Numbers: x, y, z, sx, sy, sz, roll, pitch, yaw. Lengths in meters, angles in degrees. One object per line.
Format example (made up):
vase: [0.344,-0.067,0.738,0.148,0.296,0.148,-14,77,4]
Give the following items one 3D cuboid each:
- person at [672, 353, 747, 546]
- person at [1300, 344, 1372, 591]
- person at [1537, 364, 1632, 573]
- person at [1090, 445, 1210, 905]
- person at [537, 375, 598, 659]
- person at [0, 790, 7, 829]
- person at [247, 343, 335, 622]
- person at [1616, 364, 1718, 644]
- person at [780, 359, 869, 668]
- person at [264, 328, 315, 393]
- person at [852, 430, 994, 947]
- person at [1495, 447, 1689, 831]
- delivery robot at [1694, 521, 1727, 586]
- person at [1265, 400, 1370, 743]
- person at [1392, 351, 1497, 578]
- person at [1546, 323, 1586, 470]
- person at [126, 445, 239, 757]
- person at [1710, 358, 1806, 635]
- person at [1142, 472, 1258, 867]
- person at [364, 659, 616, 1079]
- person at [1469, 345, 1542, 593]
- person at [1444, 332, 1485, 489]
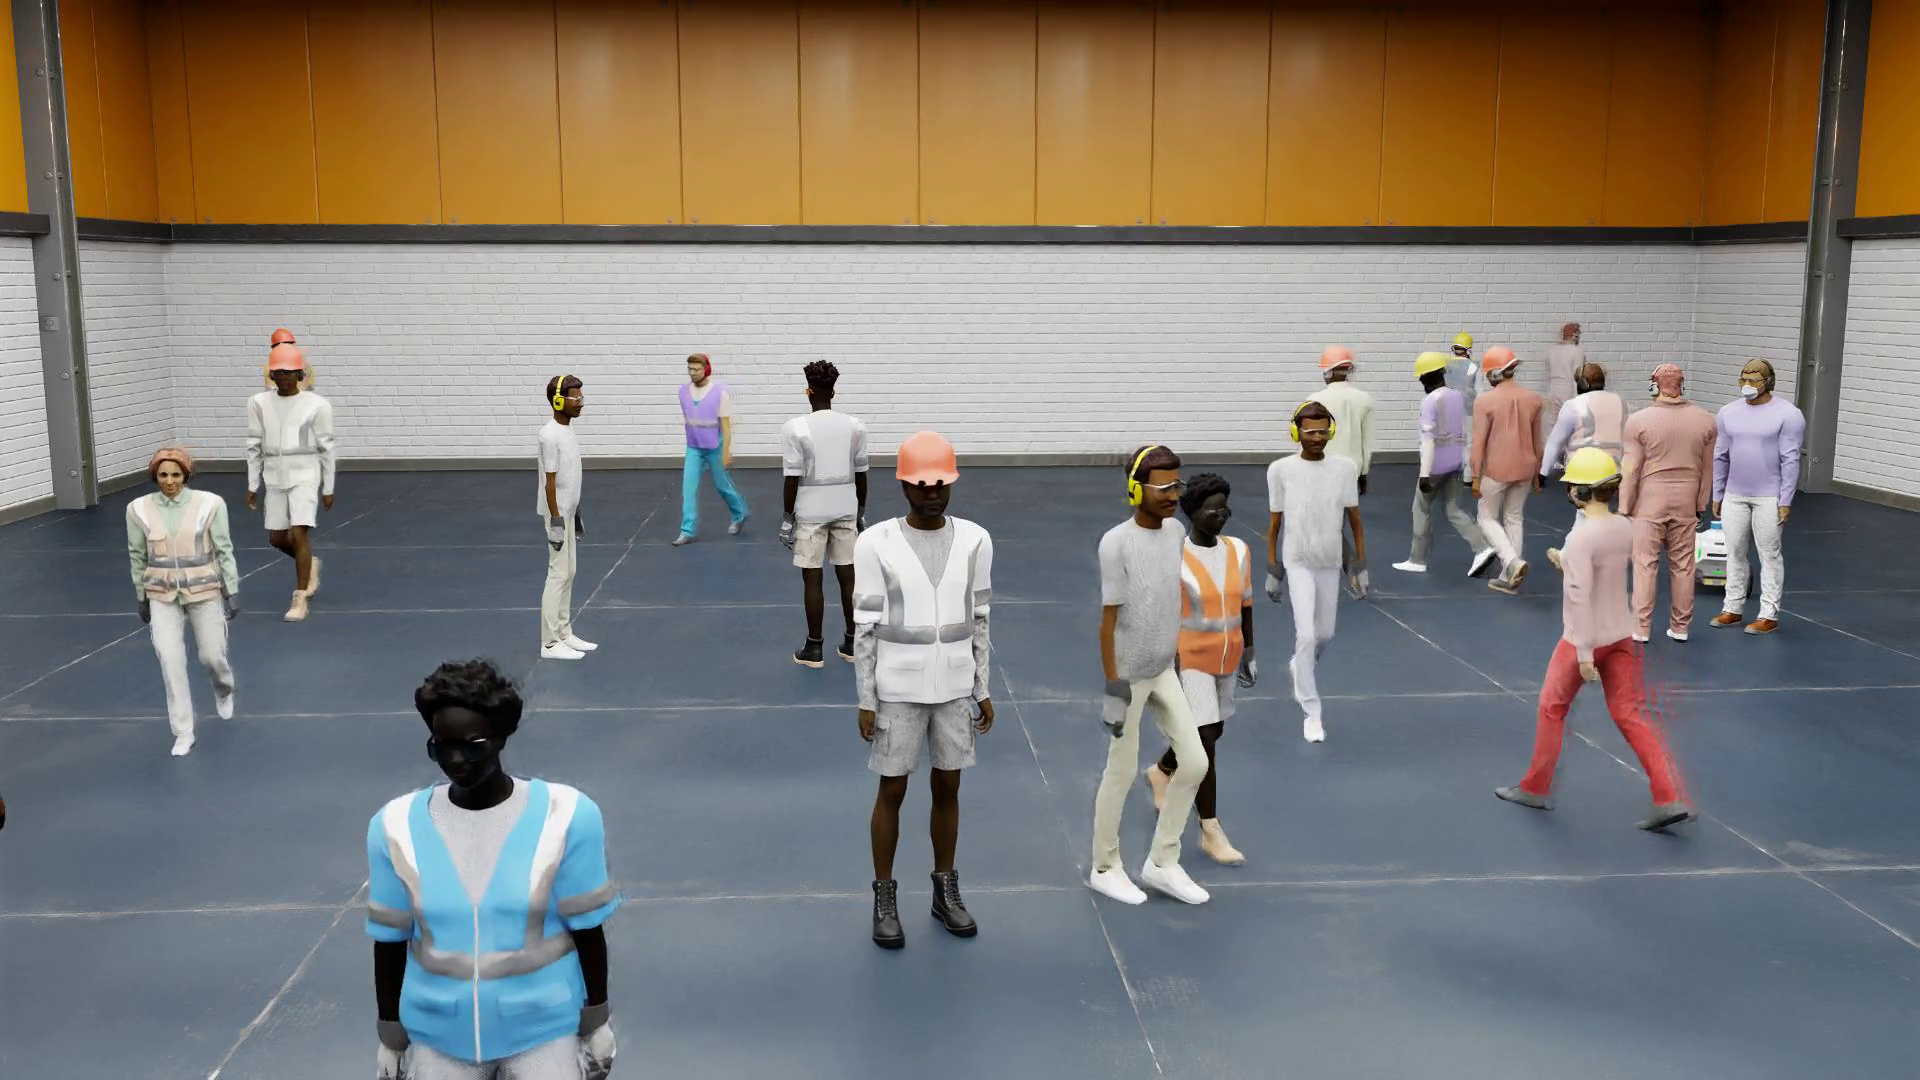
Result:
person: [-2.344,-0.875,15.666,0.579,1.793,0.986,4,10,25]
person: [2.980,-0.549,13.060,0.623,1.967,0.869,-4,10,-22]
person: [5.085,-0.540,13.557,0.639,1.775,0.989,-3,10,-19]
person: [0.758,0.548,6.520,0.566,1.845,0.635,-9,13,-43]
person: [-2.589,-0.148,10.874,0.327,1.861,0.499,0,9,0]
person: [-3.236,0.736,5.228,0.587,1.888,0.595,4,10,25]
person: [-4.891,-0.447,12.248,0.621,2.021,0.805,0,9,2]
person: [4.763,-0.239,11.300,0.639,1.903,0.407,-1,9,-3]
person: [-0.870,-0.169,10.651,0.610,1.964,0.365,-5,10,-29]
person: [-7.211,-1.304,17.892,0.365,1.932,0.543,7,12,39]
person: [-0.121,0.552,6.213,0.548,1.936,0.378,-3,10,-19]
person: [2.928,0.443,7.555,0.524,1.730,0.875,-6,11,-35]
delivery robot: [5.960,0.096,13.111,0.477,0.478,0.707,3,10,20]
person: [1.953,0.133,9.192,0.576,1.825,0.850,0,9,-1]
person: [4.051,-0.623,13.799,0.635,1.885,0.842,-9,12,-43]
person: [7.888,-1.835,21.353,0.751,1.883,0.674,-4,10,-21]
person: [-4.093,0.289,8.837,0.532,1.620,0.608,-2,9,-14]
person: [5.552,-0.303,11.639,0.383,1.932,0.622,-7,11,-36]
person: [1.024,0.515,7.298,0.539,1.670,0.795,-6,11,-31]
person: [-1.039,1.075,3.721,0.543,1.679,0.431,0,9,-2]
person: [4.279,-0.527,12.912,0.664,1.964,0.590,-2,9,-12]
person: [5.859,-1.509,19.484,0.590,1.833,0.404,6,11,34]
